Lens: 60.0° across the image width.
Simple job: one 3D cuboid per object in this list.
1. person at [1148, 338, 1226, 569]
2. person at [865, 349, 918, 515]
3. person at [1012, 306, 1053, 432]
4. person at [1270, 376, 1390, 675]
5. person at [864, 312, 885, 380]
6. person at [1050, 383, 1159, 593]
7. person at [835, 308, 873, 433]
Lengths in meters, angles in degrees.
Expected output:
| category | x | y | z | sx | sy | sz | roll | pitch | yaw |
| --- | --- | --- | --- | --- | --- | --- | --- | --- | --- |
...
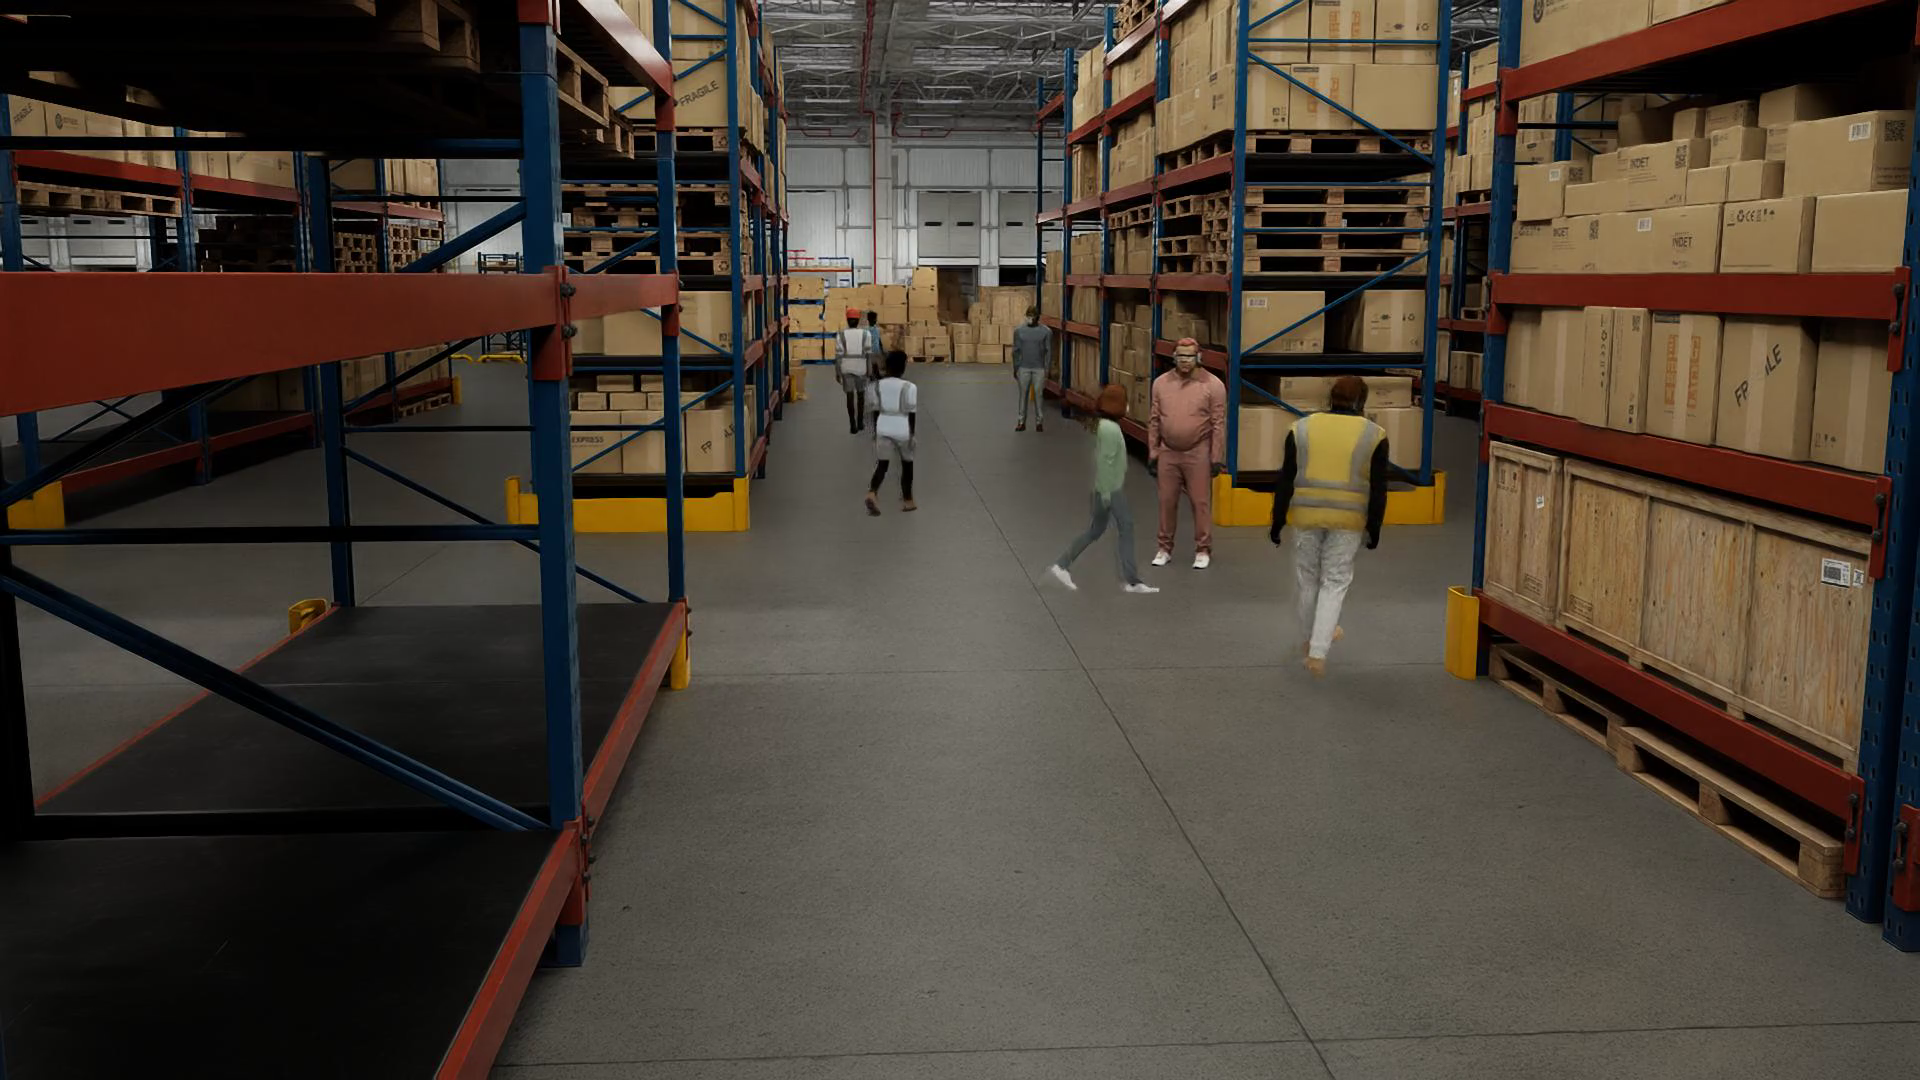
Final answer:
| category | x | y | z | sx | sy | sz | roll | pitch | yaw |
| --- | --- | --- | --- | --- | --- | --- | --- | --- | --- |
| person | 1.844 | -0.708 | 13.667 | 0.645 | 1.898 | 0.397 | 5 | 10 | 26 |
| person | -0.682 | -1.079 | 16.697 | 0.534 | 1.667 | 0.779 | 4 | 10 | 25 |
| person | 1.113 | -2.631 | 25.613 | 0.627 | 1.936 | 0.373 | 2 | 9 | 11 |
| person | 2.279 | -0.102 | 10.195 | 0.700 | 1.794 | 0.818 | 4 | 10 | 26 |
| person | -1.848 | -3.932 | 34.700 | 0.896 | 1.652 | 0.531 | 4 | 10 | 24 |
| person | 1.080 | -0.389 | 12.577 | 0.795 | 1.605 | 0.507 | 0 | 9 | 3 |
| person | -1.635 | -2.606 | 25.560 | 0.574 | 1.896 | 0.930 | -1 | 9 | -5 |
